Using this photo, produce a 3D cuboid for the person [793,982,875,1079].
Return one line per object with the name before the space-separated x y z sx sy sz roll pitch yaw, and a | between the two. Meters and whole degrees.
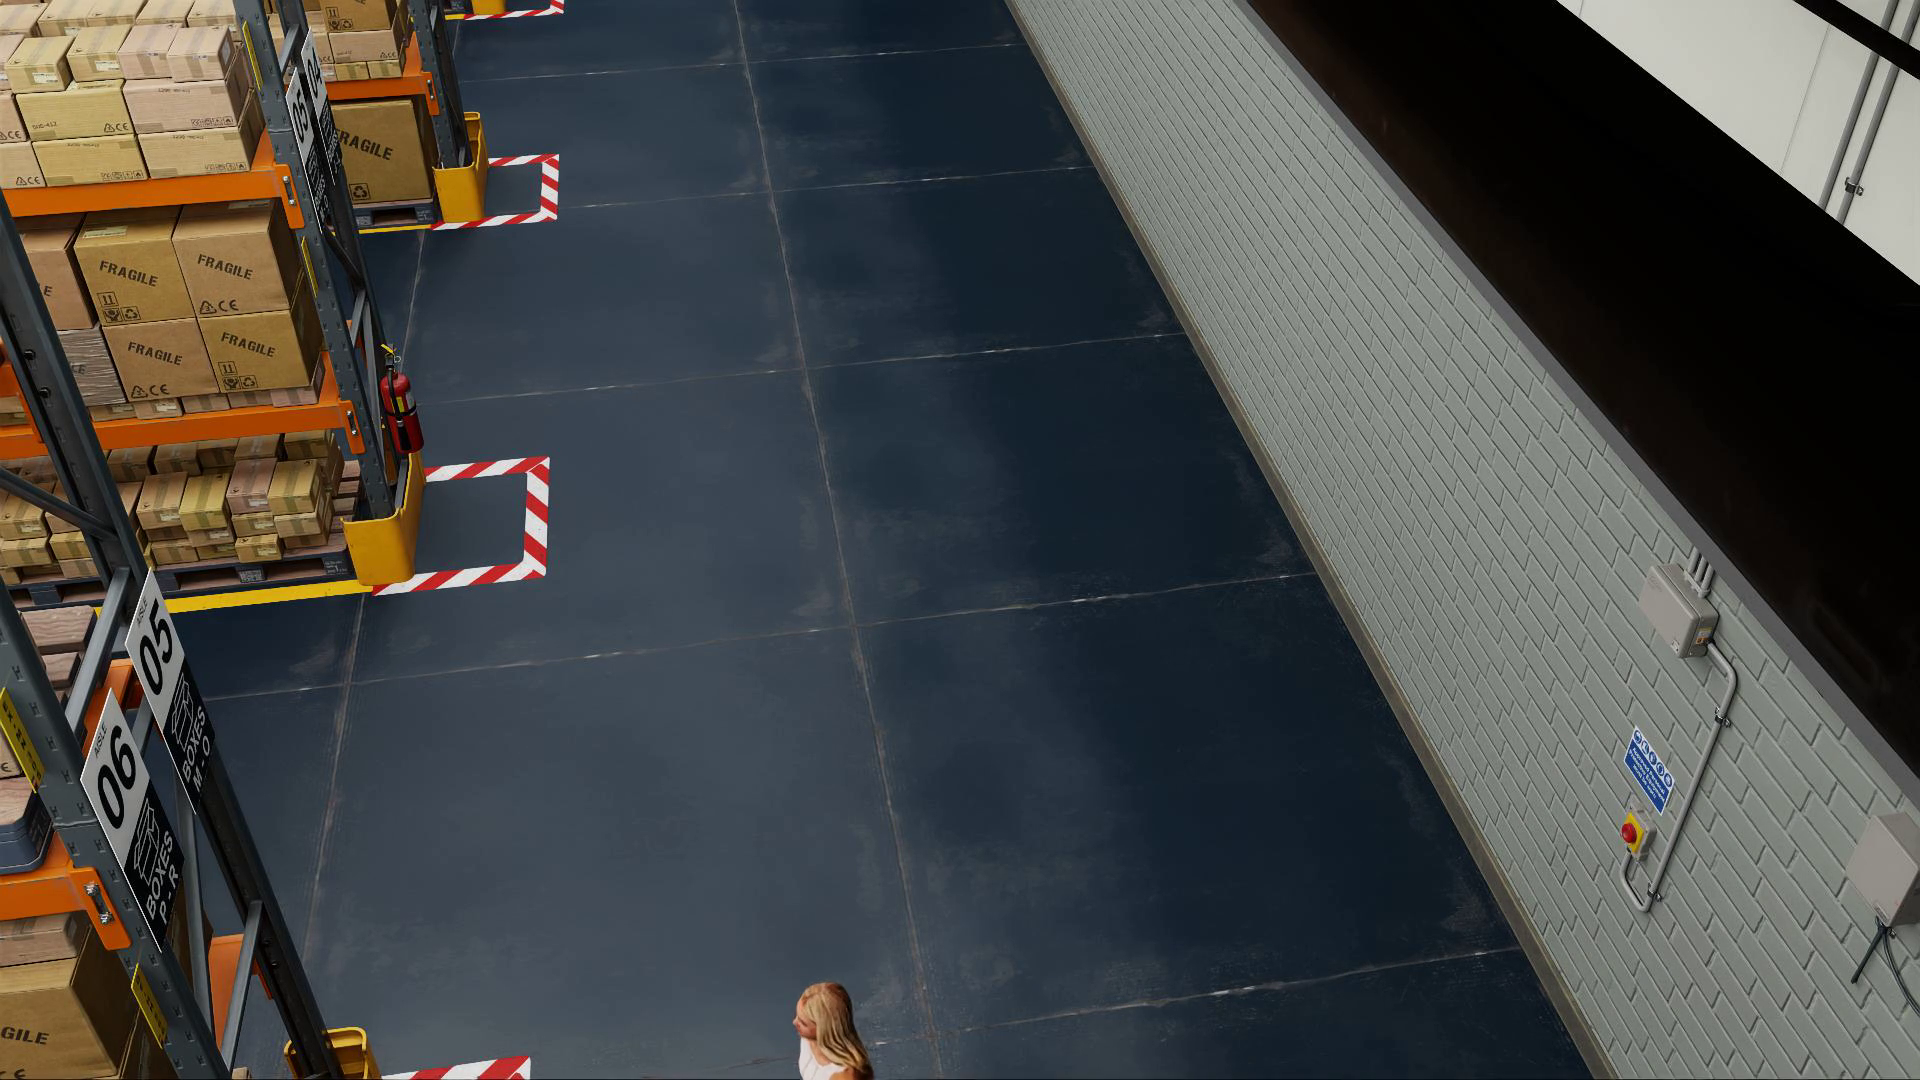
person | -0.358 2.313 6.497 1.305 1.750 0.857 -16 41 -19
